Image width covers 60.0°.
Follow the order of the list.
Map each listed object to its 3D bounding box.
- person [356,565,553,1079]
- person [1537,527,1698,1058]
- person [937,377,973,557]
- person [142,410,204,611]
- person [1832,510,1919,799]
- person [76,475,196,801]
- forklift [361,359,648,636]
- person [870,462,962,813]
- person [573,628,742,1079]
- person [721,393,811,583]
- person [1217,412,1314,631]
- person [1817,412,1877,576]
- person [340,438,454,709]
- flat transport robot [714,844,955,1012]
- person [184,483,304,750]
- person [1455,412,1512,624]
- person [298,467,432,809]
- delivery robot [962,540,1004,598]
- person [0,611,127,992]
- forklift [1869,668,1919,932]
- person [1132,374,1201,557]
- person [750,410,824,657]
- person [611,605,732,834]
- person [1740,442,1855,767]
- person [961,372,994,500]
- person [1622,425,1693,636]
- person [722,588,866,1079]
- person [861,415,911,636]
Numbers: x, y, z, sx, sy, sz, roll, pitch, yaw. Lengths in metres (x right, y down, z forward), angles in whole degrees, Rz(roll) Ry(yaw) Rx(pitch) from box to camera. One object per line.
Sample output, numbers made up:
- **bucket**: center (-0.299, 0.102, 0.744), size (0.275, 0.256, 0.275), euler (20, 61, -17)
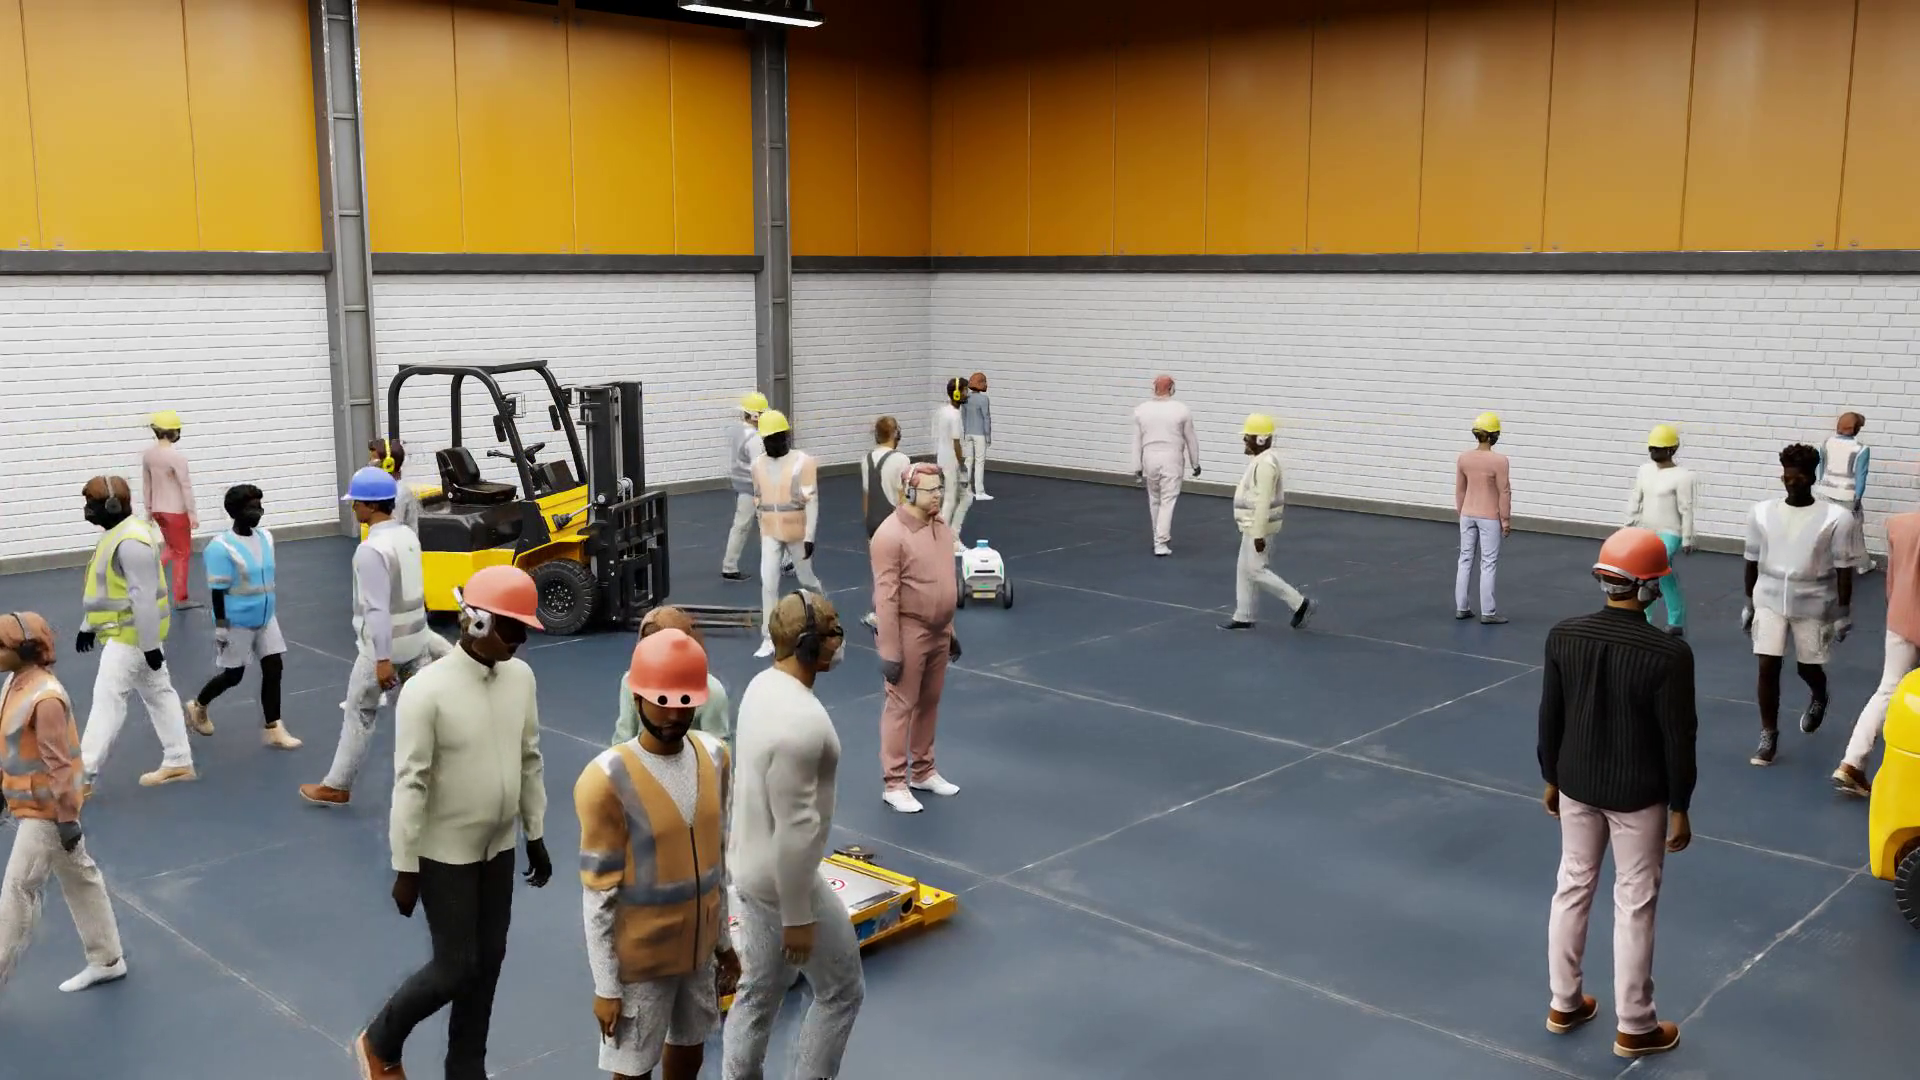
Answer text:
- **person**: center (-1.720, 1.053, 5.769), size (0.568, 1.948, 0.649), euler (5, 10, 26)
- **person**: center (2.485, 0.939, 6.292), size (0.384, 1.996, 0.610), euler (-7, 12, -37)
- **person**: center (-0.029, -0.738, 17.018), size (0.571, 1.848, 0.550), euler (-1, 9, -7)
- **person**: center (-6.799, -0.237, 14.255), size (0.530, 1.754, 0.457), euler (6, 11, 31)
- **person**: center (5.324, 0.486, 9.188), size (0.980, 1.962, 0.604), euler (-5, 10, -26)
- **person**: center (-4.785, 0.544, 9.305), size (0.904, 1.804, 0.630), euler (-5, 11, -28)
- **forklift**: center (-3.850, -0.407, 13.936), size (2.313, 2.155, 1.214), euler (2, 9, 11)
- **person**: center (-0.209, 0.521, 9.164), size (0.404, 1.903, 0.685), euler (6, 11, 31)
- **person**: center (-0.849, 1.201, 4.874), size (0.376, 1.934, 0.547), euler (7, 12, 37)
- **person**: center (-1.853, -0.488, 15.675), size (0.917, 1.782, 0.626), euler (-3, 10, -15)
- **person**: center (2.471, -0.125, 13.389), size (0.699, 1.812, 0.598), euler (1, 9, 9)
- **person**: center (8.432, -0.421, 15.858), size (0.824, 1.596, 0.523), euler (-6, 11, -33)
- **person**: center (-3.699, 0.222, 11.175), size (0.889, 1.841, 0.519), euler (-5, 10, -26)
- **flat transport robot**: center (-0.731, 1.648, 7.221), size (0.652, 0.197, 1.431), euler (8, 12, 40)
- **person**: center (-4.440, 0.469, 10.193), size (0.707, 1.669, 0.538), euler (3, 10, 19)
- **person**: center (4.362, -0.182, 13.863), size (0.306, 1.772, 0.525), euler (-7, 11, -35)
- **person**: center (-3.101, 0.543, 9.032), size (1.027, 1.895, 0.632), euler (1, 9, 7)
- **delivery robot**: center (0.200, 0.245, 14.668), size (0.477, 0.478, 0.707), euler (0, 9, -2)
- **person**: center (-3.755, 1.087, 6.568), size (0.810, 1.606, 0.529), euler (-7, 12, -37)
- **forklift**: center (5.205, 0.723, 7.013), size (2.313, 2.155, 1.214), euler (9, 13, 43)
- **person**: center (2.166, -0.789, 17.302), size (0.647, 1.866, 0.859), euler (5, 11, 30)
- **person**: center (-1.325, -0.085, 12.957), size (0.602, 1.889, 0.932), euler (3, 10, 19)
- **person**: center (-1.164, 1.061, 6.696), size (0.522, 1.625, 0.322), euler (5, 11, 29)
- **person**: center (5.058, 0.362, 10.026), size (0.616, 1.940, 0.797), euler (8, 12, 40)
- **person**: center (0.221, -1.329, 21.306), size (0.276, 1.631, 0.507), euler (-8, 12, -40)
- **person**: center (5.458, -0.040, 13.150), size (0.902, 1.720, 0.526), euler (-3, 10, -18)
- **person**: center (-0.516, 1.114, 5.429), size (0.653, 1.924, 0.678), euler (-3, 10, -18)
- **person**: center (-0.575, -0.069, 13.040), size (0.569, 1.807, 0.466), euler (9, 13, 43)
